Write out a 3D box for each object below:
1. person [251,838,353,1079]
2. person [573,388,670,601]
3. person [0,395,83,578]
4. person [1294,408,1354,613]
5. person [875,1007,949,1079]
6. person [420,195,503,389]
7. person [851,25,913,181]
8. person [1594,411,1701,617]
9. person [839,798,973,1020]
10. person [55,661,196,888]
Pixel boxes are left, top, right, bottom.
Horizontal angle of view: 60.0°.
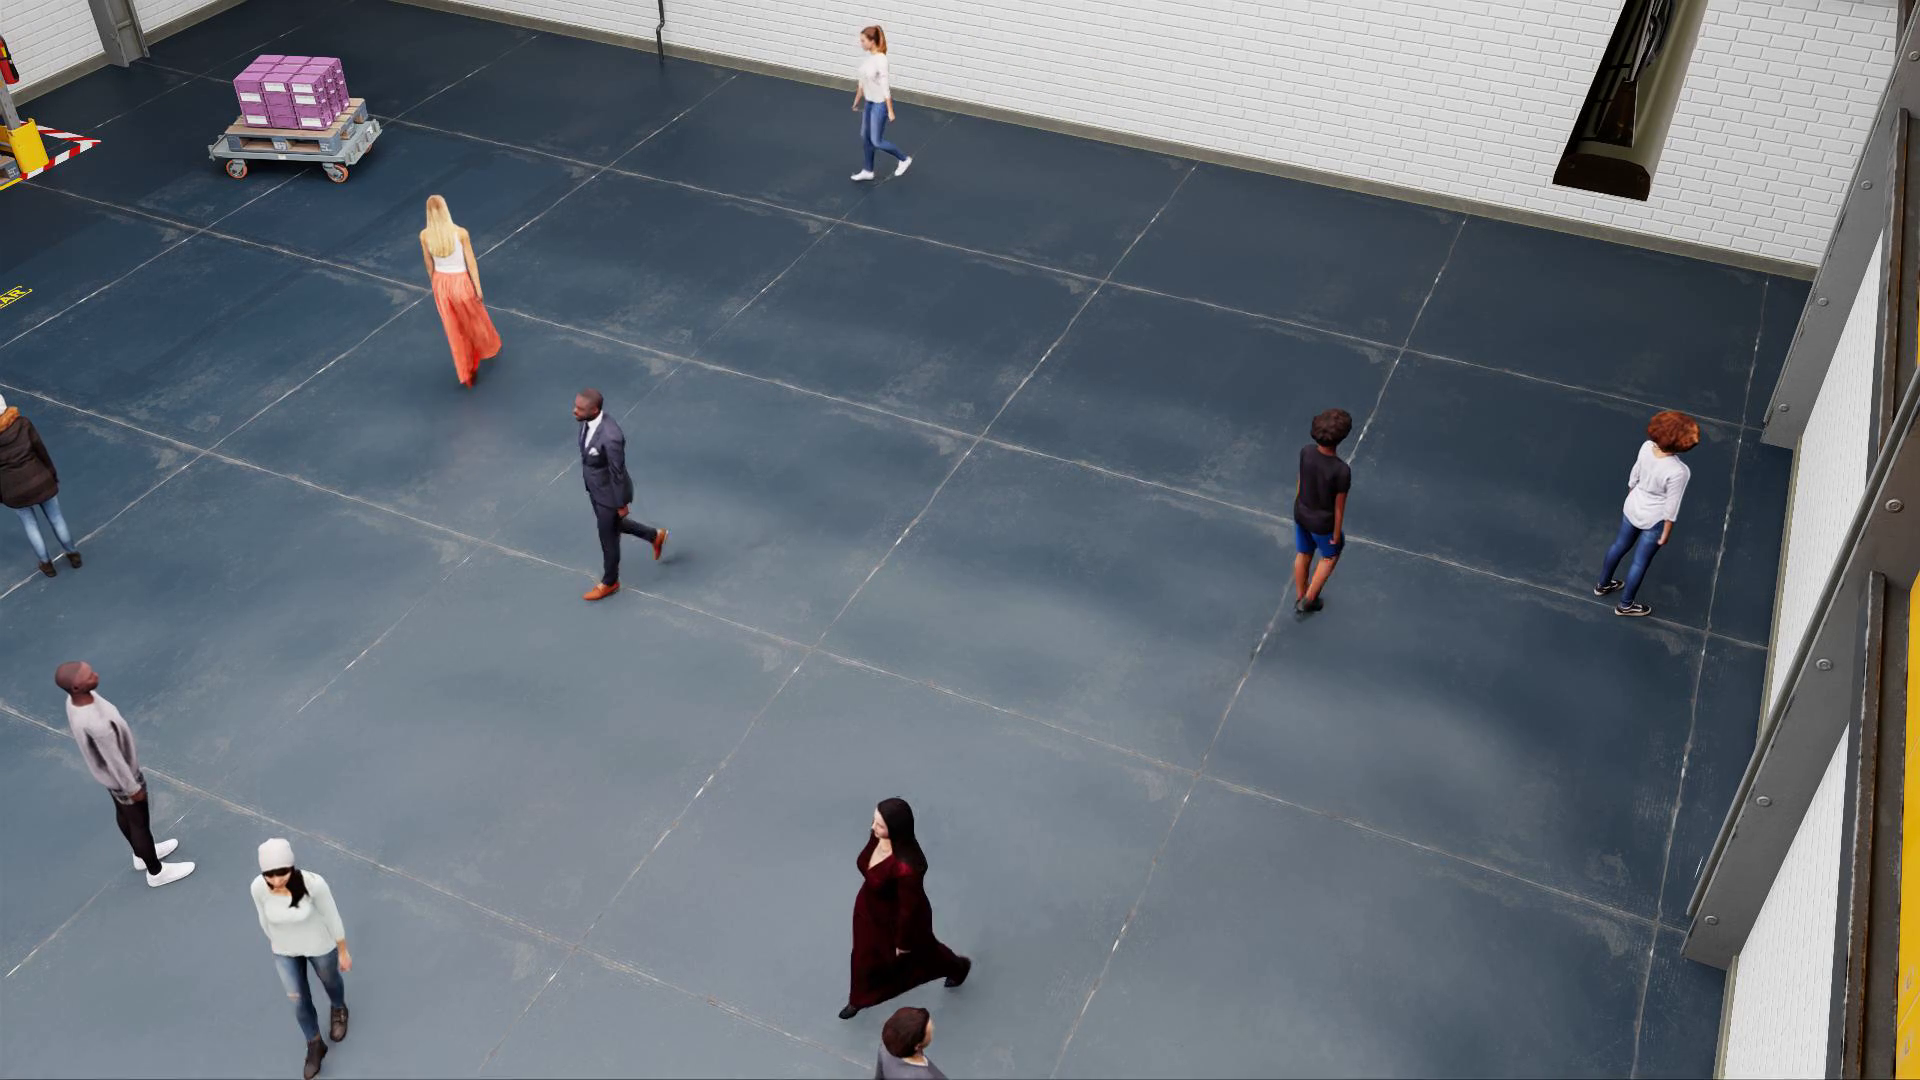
[{"bbox_3d":[-3.643,2.197,9.294,0.803,1.640,0.887,-4,39,-5],"label":"person"},{"bbox_3d":[-2.555,-0.393,12.405,1.155,1.805,1.023,-22,44,-25],"label":"person"},{"bbox_3d":[-7.077,-0.438,12.600,0.691,1.632,0.788,-24,44,-27],"label":"person"},{"bbox_3d":[2.562,-0.148,12.117,0.709,1.782,0.715,31,48,33],"label":"person"},{"bbox_3d":[-0.236,2.923,8.281,0.655,1.769,0.685,-29,47,-31],"label":"person"},{"bbox_3d":[-4.464,-2.143,14.618,0.915,1.778,1.151,2,39,3],"label":"person"},{"bbox_3d":[-0.893,-4.641,17.795,1.032,1.717,0.967,-13,40,-16],"label":"person"},{"bbox_3d":[5.058,-0.214,12.256,0.805,1.711,0.738,-11,40,-14],"label":"person"},{"bbox_3d":[-0.265,2.068,9.390,1.170,1.723,1.043,-18,42,-21],"label":"person"},{"bbox_3d":[-5.166,1.415,10.169,0.674,1.771,0.688,-27,46,-30],"label":"person"}]
